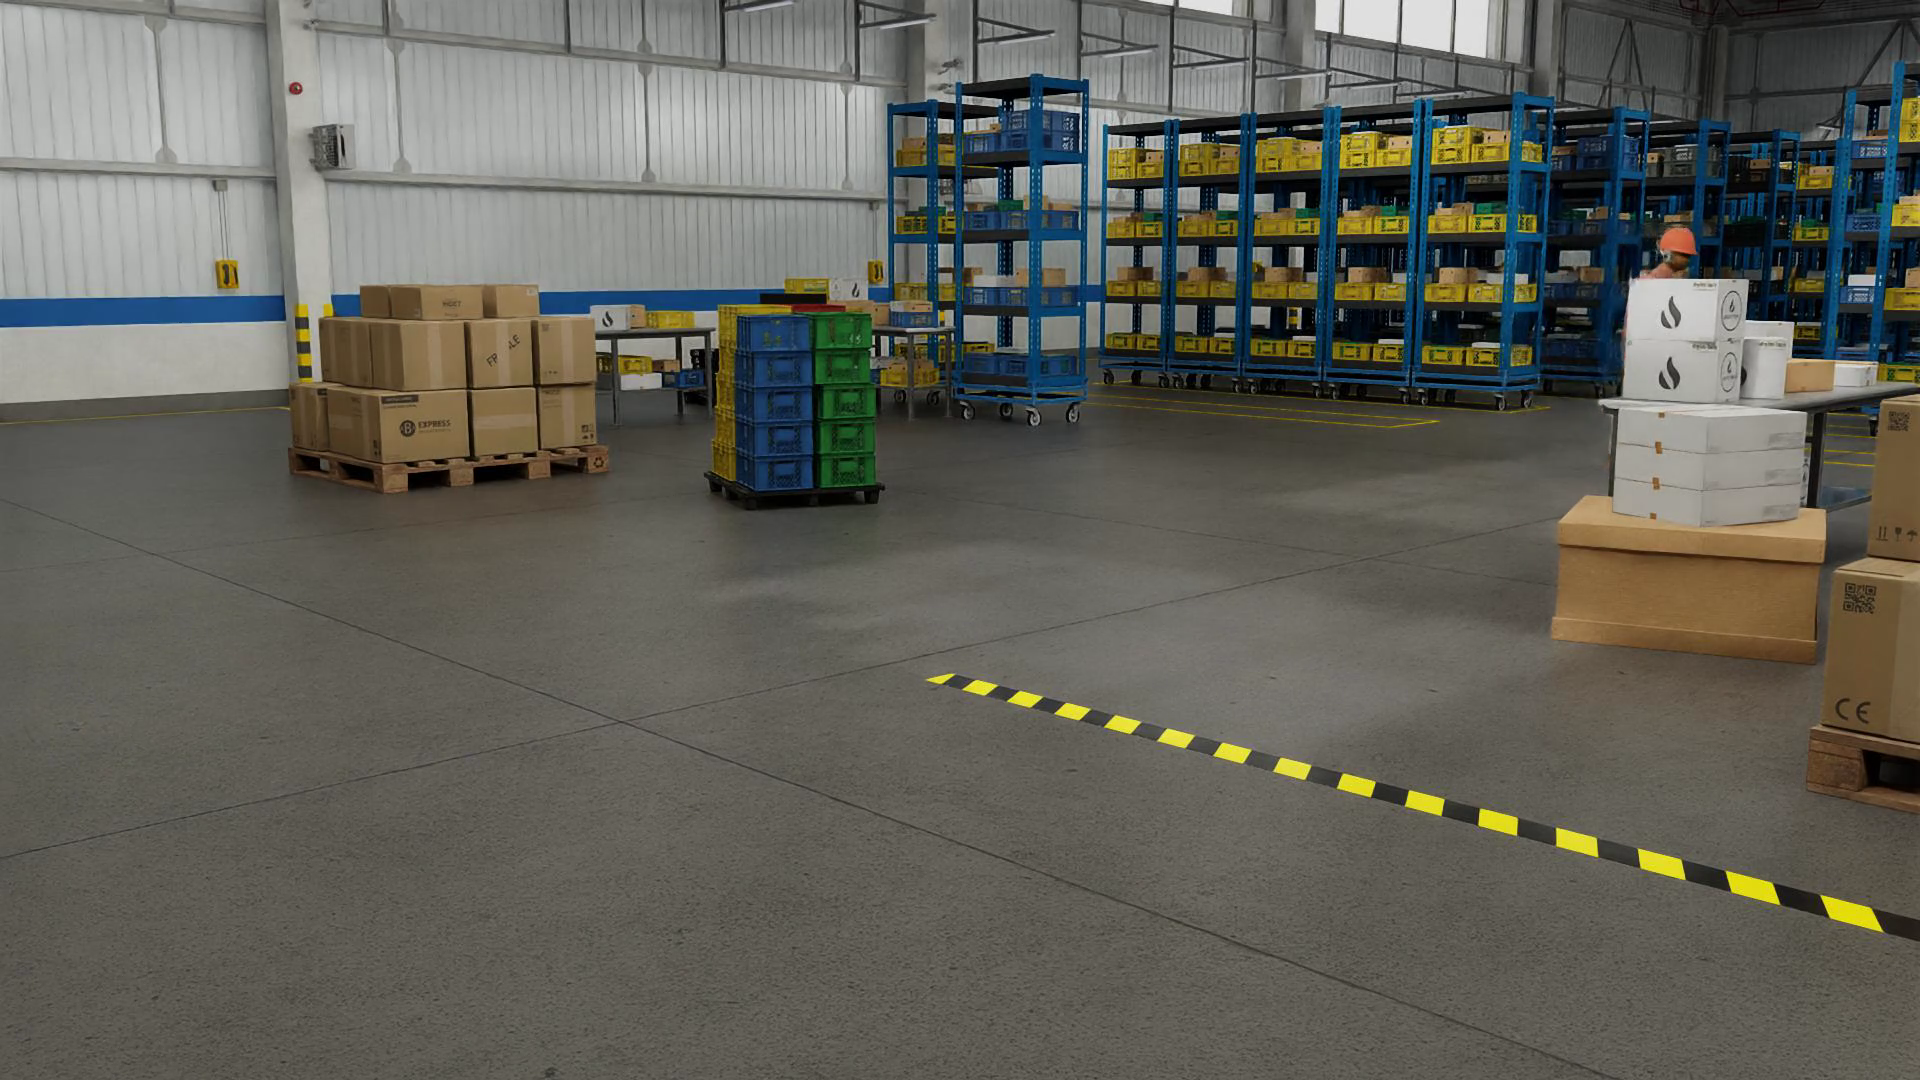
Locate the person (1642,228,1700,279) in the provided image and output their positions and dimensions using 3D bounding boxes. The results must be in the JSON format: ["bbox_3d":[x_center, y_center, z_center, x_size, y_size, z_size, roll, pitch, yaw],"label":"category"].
[{"bbox_3d":[5.439,-1.420,12.888,0.634,1.957,0.652,7,12,38],"label":"person"}]
